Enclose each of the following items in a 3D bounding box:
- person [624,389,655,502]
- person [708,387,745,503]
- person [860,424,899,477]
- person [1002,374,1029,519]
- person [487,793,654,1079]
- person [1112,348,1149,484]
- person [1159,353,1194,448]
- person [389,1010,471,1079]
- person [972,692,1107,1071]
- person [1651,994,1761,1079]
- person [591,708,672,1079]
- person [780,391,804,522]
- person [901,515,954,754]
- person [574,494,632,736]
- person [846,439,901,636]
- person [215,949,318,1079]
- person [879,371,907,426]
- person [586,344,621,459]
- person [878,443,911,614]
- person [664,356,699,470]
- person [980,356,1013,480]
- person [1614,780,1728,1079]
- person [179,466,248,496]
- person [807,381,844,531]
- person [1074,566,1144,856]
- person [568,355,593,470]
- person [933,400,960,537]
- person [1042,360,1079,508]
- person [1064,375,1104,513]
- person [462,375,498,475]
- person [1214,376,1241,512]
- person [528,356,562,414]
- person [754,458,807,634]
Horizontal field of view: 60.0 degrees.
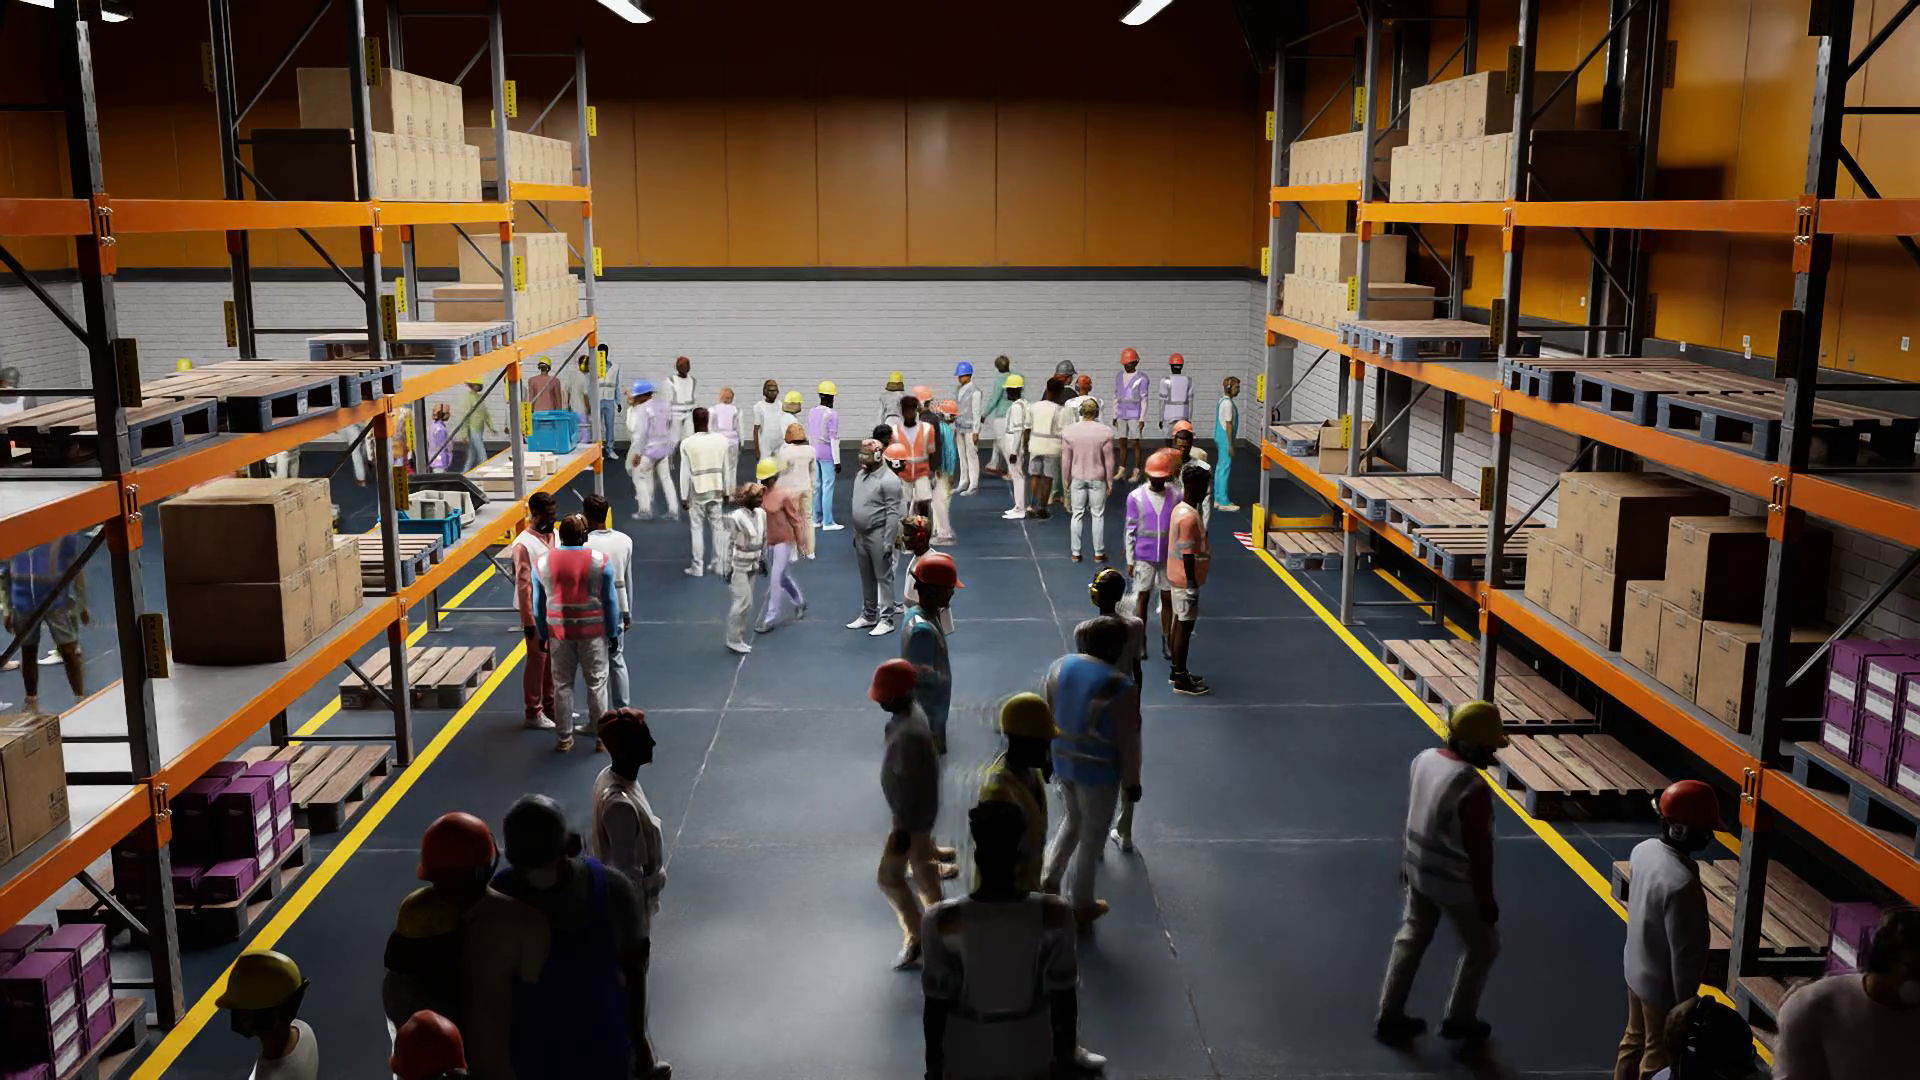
[{"bbox_3d":[-4.481,-1.316,23.296,0.396,1.618,0.522,-10,15,-40],"label":"person"},{"bbox_3d":[-3.286,-1.332,23.341,0.551,1.624,0.382,-1,11,-4],"label":"person"},{"bbox_3d":[-0.940,-0.515,19.103,0.556,1.680,0.587,-10,15,-41],"label":"person"},{"bbox_3d":[0.741,-1.242,22.144,0.368,1.926,0.594,2,11,9],"label":"person"},{"bbox_3d":[-1.486,1.884,6.187,0.716,2.000,0.535,-5,12,-22],"label":"person"},{"bbox_3d":[2.538,-1.869,25.006,0.607,2.041,0.377,10,15,40],"label":"person"},{"bbox_3d":[3.279,-1.882,25.368,0.540,1.930,0.380,-2,11,-11],"label":"person"},{"bbox_3d":[-1.559,2.257,5.033,0.341,1.752,0.563,11,16,44],"label":"person"},{"bbox_3d":[0.353,1.640,7.782,0.818,1.894,0.614,4,12,20],"label":"person"},{"bbox_3d":[2.059,2.215,4.784,0.372,1.940,0.627,7,13,30],"label":"person"},{"bbox_3d":[-1.499,1.681,7.598,0.356,1.884,0.574,-3,12,-16],"label":"person"},{"bbox_3d":[-2.207,-1.100,21.927,0.340,1.733,0.479,-5,12,-24],"label":"person"},{"bbox_3d":[-0.245,0.711,12.595,0.392,1.836,0.561,-2,11,-8],"label":"person"},{"bbox_3d":[-2.794,0.587,13.035,0.402,1.908,0.597,7,13,33],"label":"person"},{"bbox_3d":[-0.851,-0.033,16.136,0.407,1.908,0.641,-9,14,-37],"label":"person"},{"bbox_3d":[-2.209,2.171,5.439,0.310,1.768,0.533,-3,12,-14],"label":"person"},{"bbox_3d":[-0.943,-1.603,24.417,0.494,1.743,0.303,5,12,22],"label":"person"},{"bbox_3d":[-5.870,-2.275,27.361,0.589,1.914,0.392,-7,13,-30],"label":"person"},{"bbox_3d":[-0.666,-0.119,16.979,0.354,1.744,0.566,-2,11,-9],"label":"person"},{"bbox_3d":[-4.320,-1.925,25.752,0.575,1.856,0.812,-6,13,-28],"label":"person"},{"bbox_3d":[0.603,-1.863,25.367,0.796,1.888,0.638,5,12,23],"label":"person"},{"bbox_3d":[3.009,1.857,7.057,0.339,1.746,0.562,1,11,4],"label":"person"},{"bbox_3d":[-7.808,-0.383,17.552,1.012,2.000,0.684,11,16,43],"label":"person"},{"bbox_3d":[-1.720,-1.079,21.358,0.394,1.918,0.585,-9,15,-39],"label":"person"},{"bbox_3d":[0.926,1.086,10.607,0.521,1.876,0.325,-5,12,-25],"label":"person"},{"bbox_3d":[-6.025,-2.025,26.339,0.338,1.833,0.704,-9,14,-37],"label":"person"},{"bbox_3d":[-0.174,-0.894,20.884,0.354,1.737,0.573,-4,12,-19],"label":"person"},{"bbox_3d":[1.472,-1.481,23.058,0.537,2.000,0.679,-8,14,-34],"label":"person"},{"bbox_3d":[1.665,-1.291,22.504,0.584,1.882,0.349,-4,12,-19],"label":"person"},{"bbox_3d":[-7.003,-1.584,24.355,0.809,1.730,0.534,1,11,7],"label":"person"},{"bbox_3d":[3.653,-1.315,22.733,0.344,1.841,0.506,-1,11,-3],"label":"person"},{"bbox_3d":[-6.668,-2.078,26.782,0.532,1.754,0.340,-1,11,-4],"label":"person"},{"bbox_3d":[-1.754,0.015,16.373,0.567,1.720,0.856,8,14,34],"label":"person"}]
